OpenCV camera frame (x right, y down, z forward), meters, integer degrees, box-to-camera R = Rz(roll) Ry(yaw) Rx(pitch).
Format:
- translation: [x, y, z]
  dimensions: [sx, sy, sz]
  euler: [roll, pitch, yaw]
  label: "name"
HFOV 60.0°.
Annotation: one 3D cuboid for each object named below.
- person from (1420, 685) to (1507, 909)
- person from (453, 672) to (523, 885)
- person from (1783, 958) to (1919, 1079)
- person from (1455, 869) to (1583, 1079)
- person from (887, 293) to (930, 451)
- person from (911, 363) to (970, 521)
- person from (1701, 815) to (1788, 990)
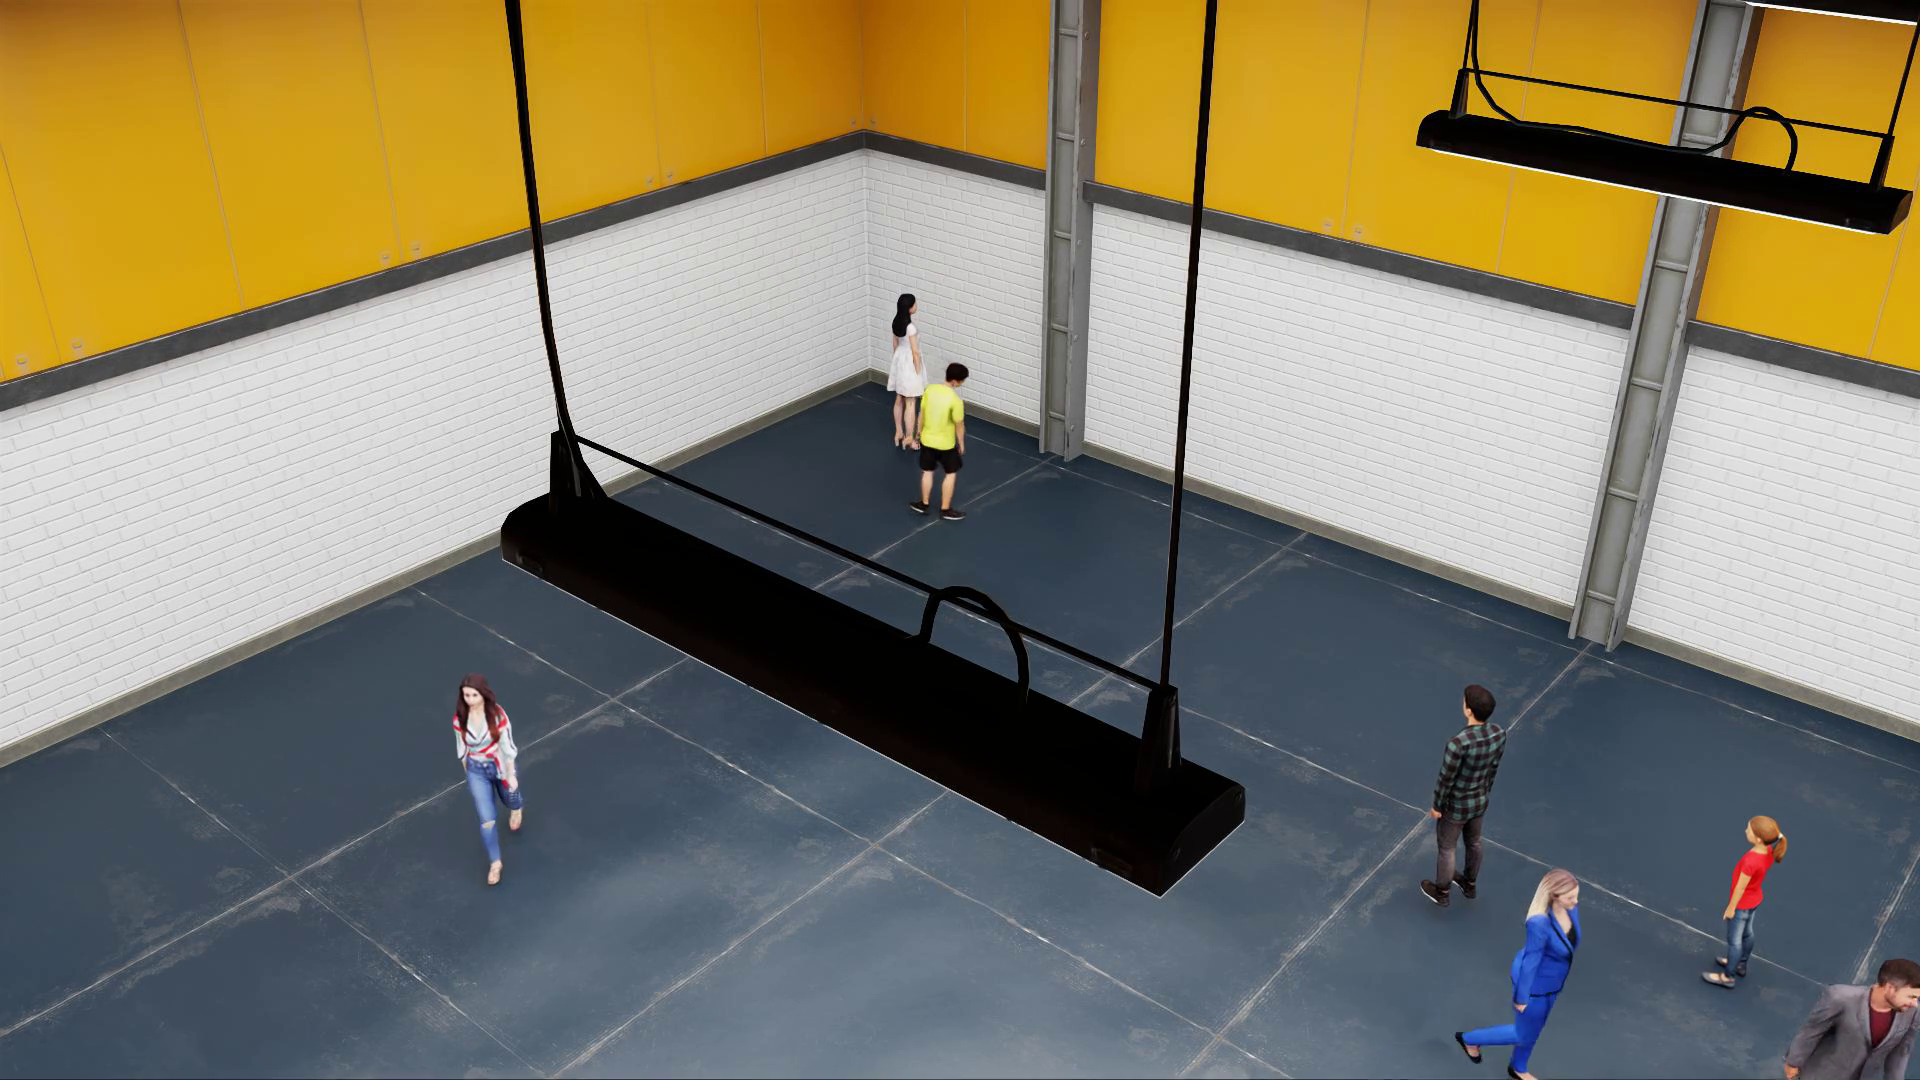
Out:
- translation: [3.439, 1.734, 11.296]
  dimensions: [0.724, 1.710, 0.659]
  euler: [-14, 32, -24]
  label: "person"
- translation: [-3.335, 1.616, 11.929]
  dimensions: [1.016, 1.586, 1.072]
  euler: [-2, 29, -5]
  label: "person"
- translation: [4.816, 2.946, 9.232]
  dimensions: [0.846, 1.835, 0.920]
  euler: [6, 29, 11]
  label: "person"
- translation: [3.370, 2.613, 10.000]
  dimensions: [0.776, 1.684, 0.610]
  euler: [23, 36, 36]
  label: "person"
- translation: [-0.572, -1.831, 18.054]
  dimensions: [0.784, 1.773, 0.669]
  euler: [-18, 33, -29]
  label: "person"
- translation: [-0.259, -1.007, 16.651]
  dimensions: [0.551, 1.670, 0.881]
  euler: [8, 30, 14]
  label: "person"
- translation: [5.144, 2.355, 10.866]
  dimensions: [0.497, 1.306, 0.499]
  euler: [-23, 36, -36]
  label: "person"
